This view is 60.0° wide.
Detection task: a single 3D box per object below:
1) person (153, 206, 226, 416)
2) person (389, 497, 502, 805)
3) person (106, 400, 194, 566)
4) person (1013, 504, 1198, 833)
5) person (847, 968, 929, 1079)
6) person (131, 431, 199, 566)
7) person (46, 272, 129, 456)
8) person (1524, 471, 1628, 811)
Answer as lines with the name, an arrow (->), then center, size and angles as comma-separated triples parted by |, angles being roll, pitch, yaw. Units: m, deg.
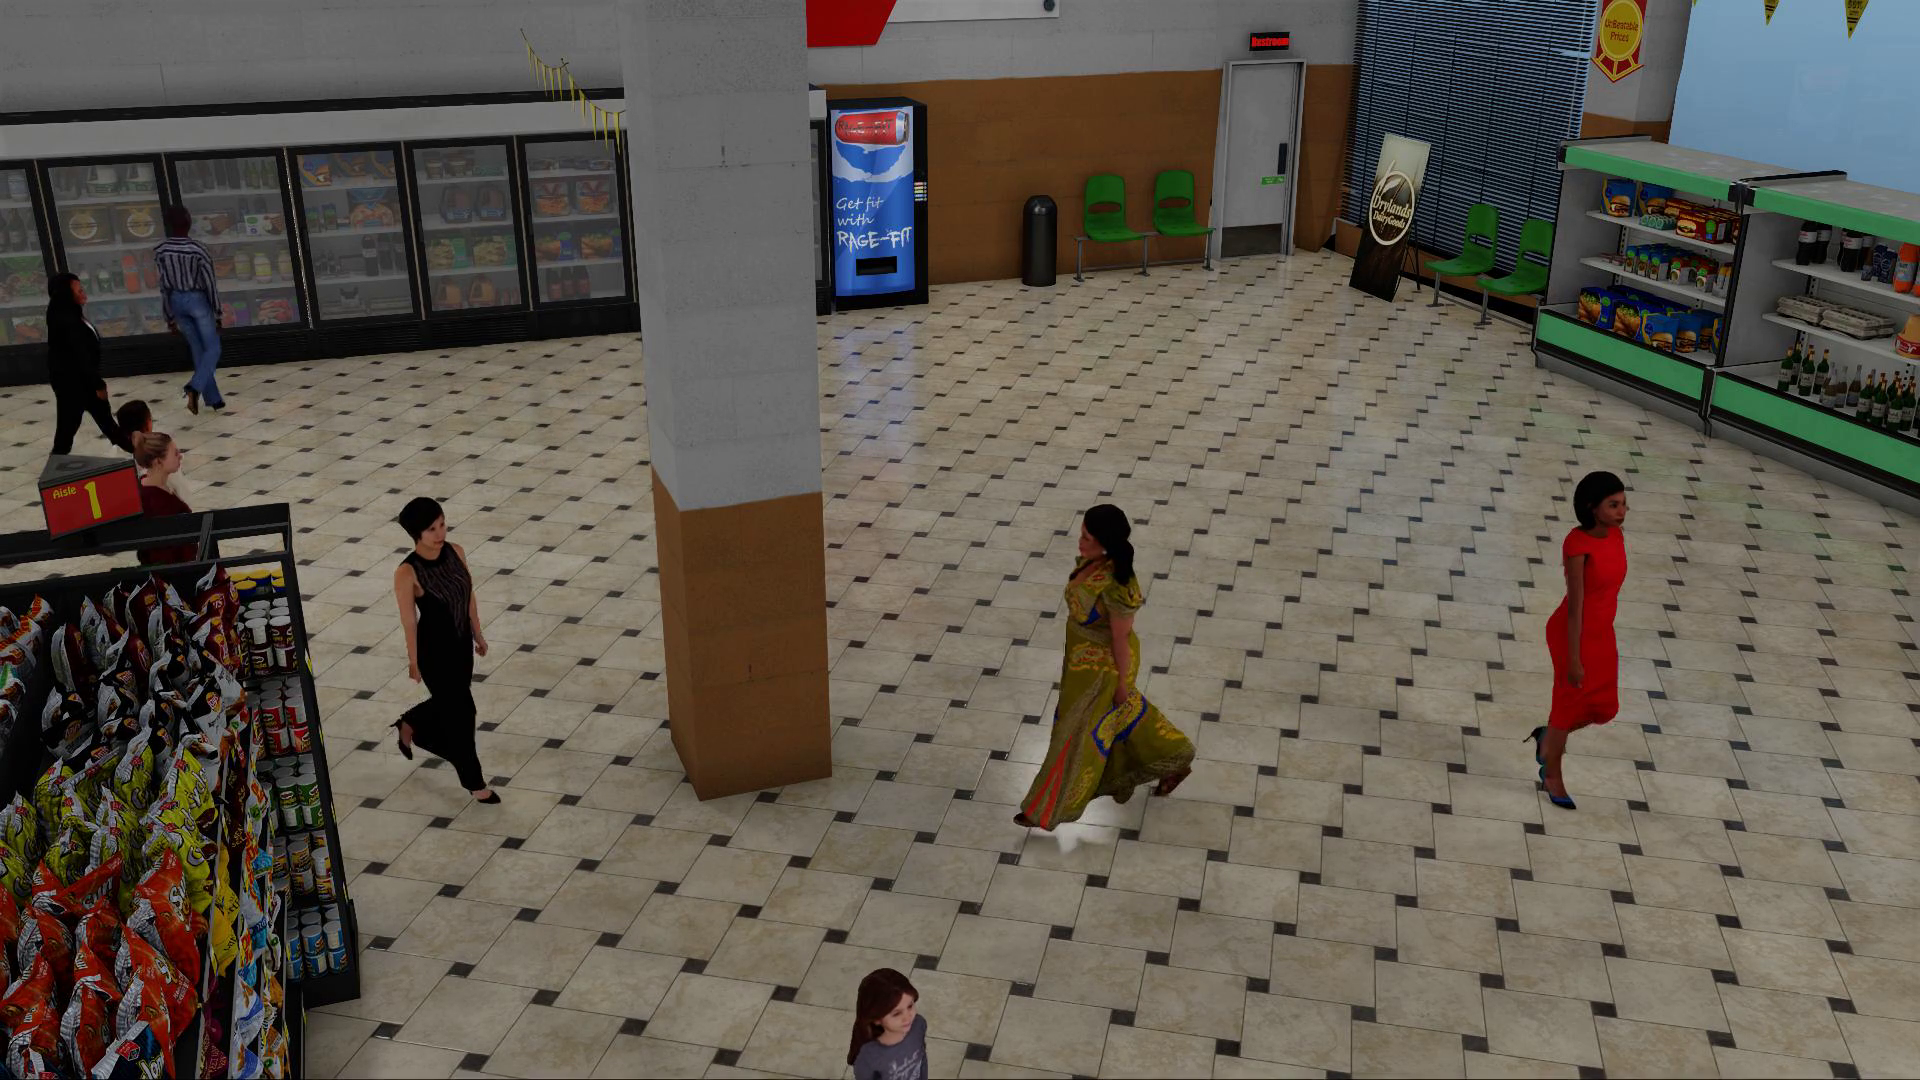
person -> -6.395, -1.844, 13.800 | 0.849, 1.776, 1.061 | 0, 22, 1
person -> -2.584, 0.533, 8.155 | 1.013, 1.574, 0.964 | 10, 24, 23
person -> -4.832, -0.097, 9.898 | 0.678, 1.442, 0.701 | 1, 22, 2
person -> 0.754, 0.609, 7.903 | 0.866, 1.619, 1.168 | -5, 22, -11
person -> -0.261, 1.855, 5.499 | 0.589, 1.101, 0.562 | 19, 29, 39
person -> -4.190, 0.237, 8.739 | 0.805, 1.688, 0.719 | -16, 27, -35
person -> -6.652, -1.147, 12.339 | 0.869, 1.570, 1.048 | -14, 26, -31
person -> 2.942, 0.483, 8.065 | 0.650, 1.734, 0.731 | -14, 26, -31
